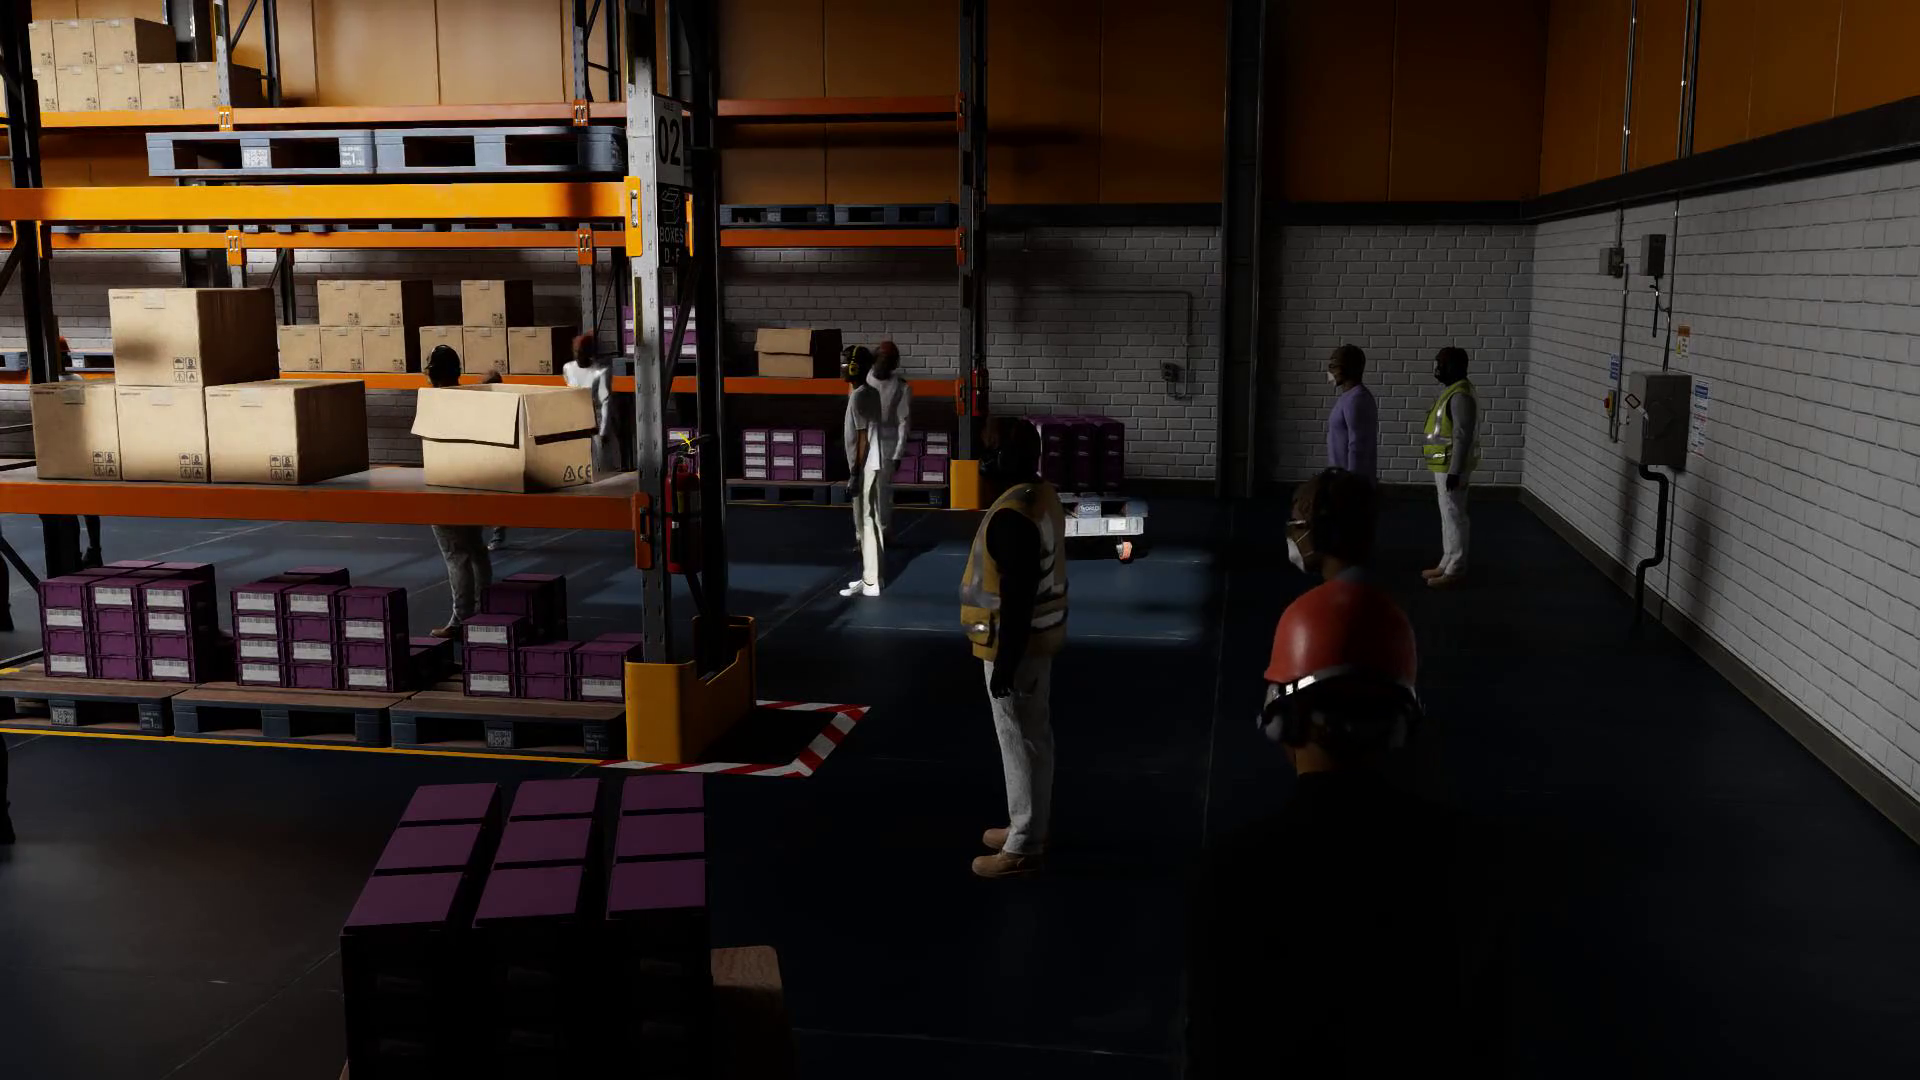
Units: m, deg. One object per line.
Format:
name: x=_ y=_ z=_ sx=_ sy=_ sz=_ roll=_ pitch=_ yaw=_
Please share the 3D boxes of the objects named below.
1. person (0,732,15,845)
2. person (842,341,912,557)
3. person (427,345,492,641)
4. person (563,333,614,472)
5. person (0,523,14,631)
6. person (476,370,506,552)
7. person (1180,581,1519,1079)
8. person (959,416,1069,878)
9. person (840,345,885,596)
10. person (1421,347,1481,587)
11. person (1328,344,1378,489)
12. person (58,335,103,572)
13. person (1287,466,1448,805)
person: x=-4.187 y=0.360 z=6.778 sx=0.374 sy=1.934 sz=0.549 roll=2 pitch=9 yaw=11
person: x=-0.730 y=-0.769 z=14.120 sx=0.653 sy=1.822 sz=0.928 roll=2 pitch=9 yaw=10
person: x=-3.304 y=-0.303 z=10.888 sx=0.362 sy=1.936 sz=0.631 roll=2 pitch=9 yaw=11
person: x=-3.624 y=-1.103 z=16.233 sx=0.587 sy=1.809 sz=1.021 roll=3 pitch=10 yaw=19
person: x=-6.571 y=-0.315 z=10.955 sx=0.377 sy=1.936 sz=0.549 roll=2 pitch=9 yaw=11
person: x=-4.024 y=-0.645 z=14.069 sx=0.559 sy=1.587 sz=0.715 roll=1 pitch=9 yaw=5
person: x=0.609 y=1.035 z=2.630 sx=0.624 sy=1.916 sz=1.091 roll=-3 pitch=10 yaw=-16
person: x=0.213 y=0.424 z=6.669 sx=0.429 sy=1.843 sz=0.627 roll=2 pitch=9 yaw=11
person: x=-0.737 y=-0.512 z=12.392 sx=0.319 sy=1.870 sz=0.521 roll=2 pitch=9 yaw=11
person: x=3.758 y=-0.558 z=12.765 sx=0.429 sy=1.843 sz=0.627 roll=2 pitch=9 yaw=11
person: x=2.595 y=-0.332 z=11.064 sx=0.362 sy=1.936 sz=0.631 roll=2 pitch=9 yaw=11
person: x=-7.146 y=-0.684 z=13.257 sx=0.374 sy=1.934 sz=0.549 roll=2 pitch=9 yaw=11
person: x=1.082 y=0.767 z=4.351 sx=0.573 sy=1.906 sz=0.651 roll=6 pitch=11 yaw=34
